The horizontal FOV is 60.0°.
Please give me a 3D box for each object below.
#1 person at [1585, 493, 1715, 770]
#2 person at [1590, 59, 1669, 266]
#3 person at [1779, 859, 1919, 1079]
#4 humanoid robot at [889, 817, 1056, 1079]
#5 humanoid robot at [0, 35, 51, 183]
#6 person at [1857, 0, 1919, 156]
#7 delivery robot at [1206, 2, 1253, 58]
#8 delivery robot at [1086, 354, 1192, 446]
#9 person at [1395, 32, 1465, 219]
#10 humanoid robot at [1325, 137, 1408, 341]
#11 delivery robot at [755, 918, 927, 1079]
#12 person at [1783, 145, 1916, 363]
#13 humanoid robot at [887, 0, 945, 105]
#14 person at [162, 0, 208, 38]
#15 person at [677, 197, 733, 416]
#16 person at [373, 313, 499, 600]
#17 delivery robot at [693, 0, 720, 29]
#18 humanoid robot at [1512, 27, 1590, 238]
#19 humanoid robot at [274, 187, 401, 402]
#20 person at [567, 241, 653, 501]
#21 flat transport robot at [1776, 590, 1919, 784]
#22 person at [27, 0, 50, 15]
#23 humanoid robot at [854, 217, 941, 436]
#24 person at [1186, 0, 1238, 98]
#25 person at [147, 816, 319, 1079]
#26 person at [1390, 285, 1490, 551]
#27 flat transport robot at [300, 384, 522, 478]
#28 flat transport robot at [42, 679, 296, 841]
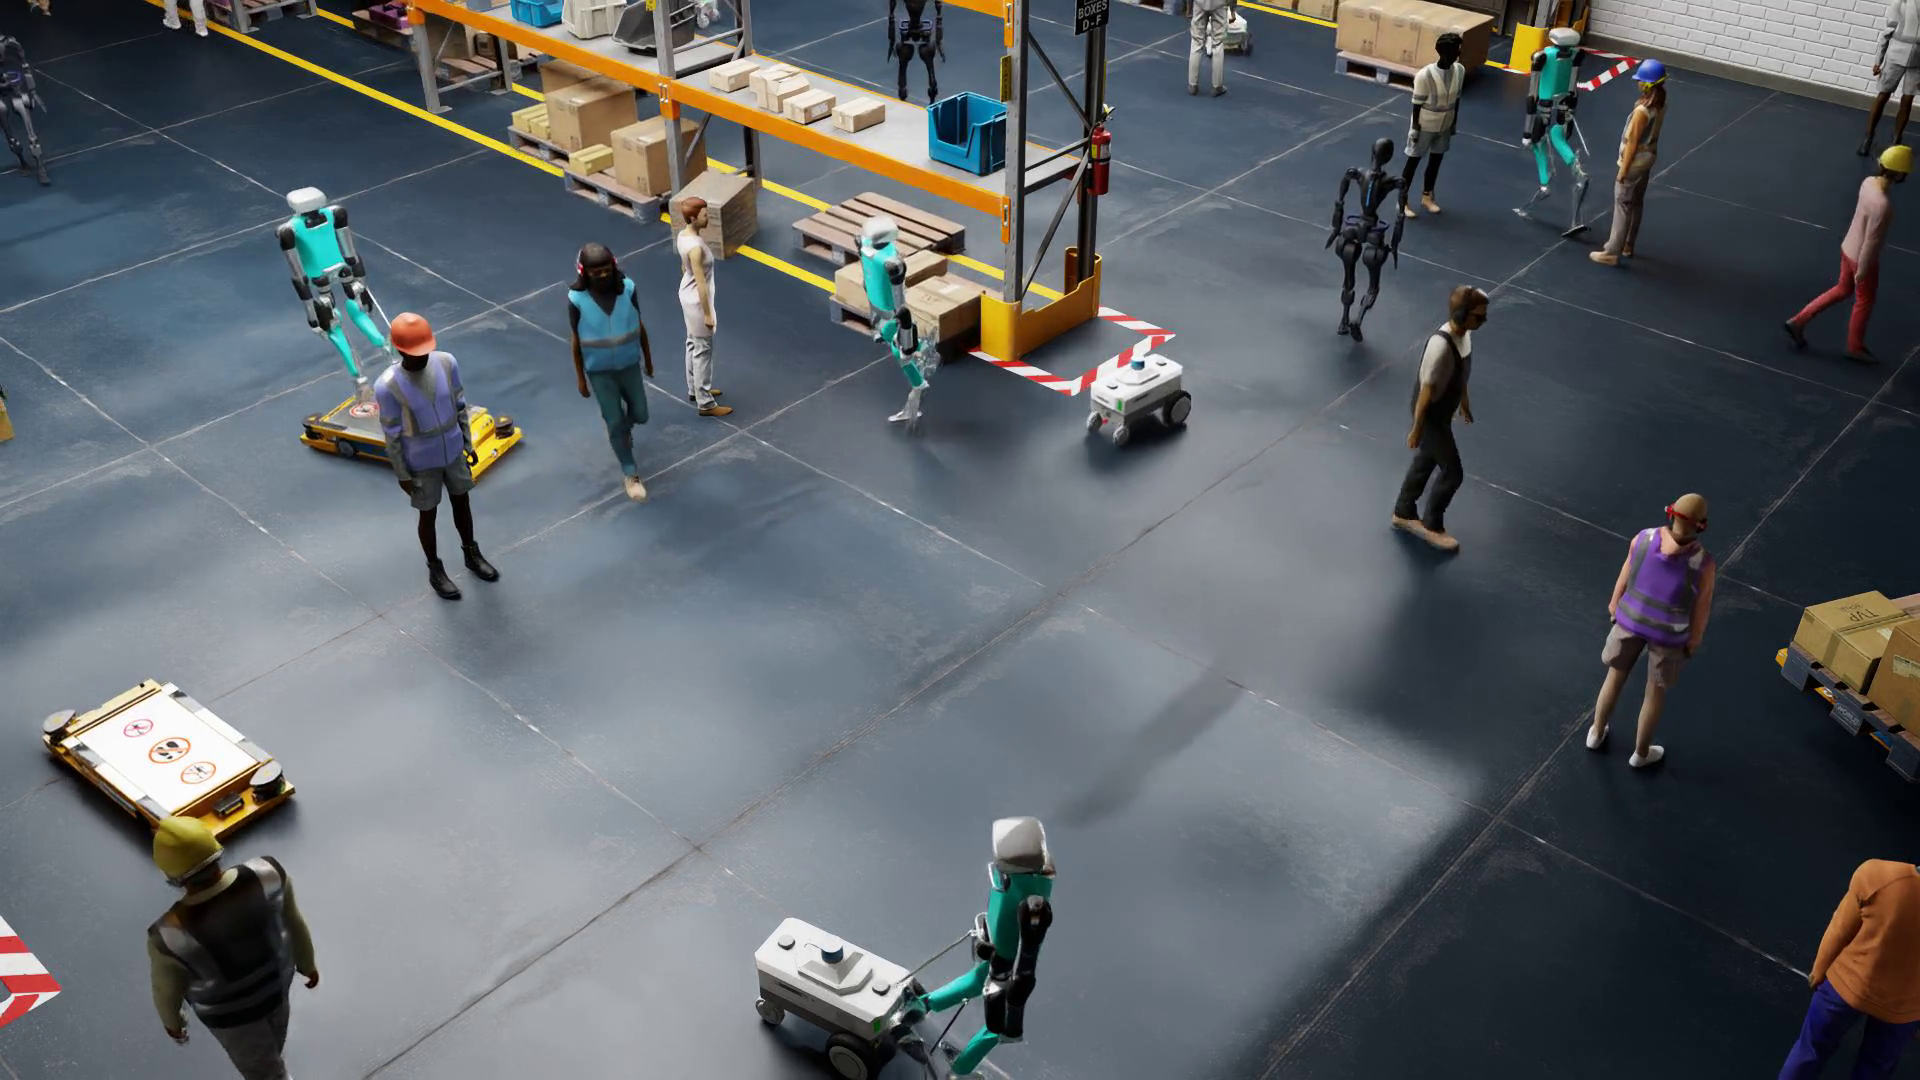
[{"bbox_3d":[3.689,0.482,8.856,0.492,1.692,0.340,27,43,33],"label":"person"},{"bbox_3d":[5.715,-3.201,14.125,0.332,1.775,0.465,28,44,35],"label":"person"},{"bbox_3d":[3.716,1.800,6.707,0.516,1.974,0.397,20,39,26],"label":"person"},{"bbox_3d":[-0.009,1.864,6.848,0.861,1.793,0.564,-5,35,-8],"label":"humanoid robot"},{"bbox_3d":[-8.952,-4.150,15.597,0.610,1.632,0.690,-16,38,-22],"label":"humanoid robot"},{"bbox_3d":[9.149,-4.640,16.078,0.547,1.926,0.379,14,37,20],"label":"person"},{"bbox_3d":[3.019,-5.860,19.065,0.499,0.613,0.816,-8,35,-12],"label":"delivery robot"},{"bbox_3d":[1.289,-1.075,12.099,0.757,0.575,0.499,-27,43,-33],"label":"delivery robot"},{"bbox_3d":[4.256,-3.733,14.968,0.534,1.693,0.320,-14,37,-19],"label":"person"},{"bbox_3d":[3.124,-2.329,12.947,0.591,1.649,0.457,15,37,21],"label":"humanoid robot"},{"bbox_3d":[-0.546,2.062,7.584,0.788,0.610,0.499,19,39,25],"label":"delivery robot"},{"bbox_3d":[6.862,-2.187,12.676,0.702,1.741,0.534,5,35,8],"label":"person"},{"bbox_3d":[-0.446,-5.075,16.919,0.600,1.645,0.379,1,35,1],"label":"humanoid robot"},{"bbox_3d":[-9.189,-6.808,19.267,0.668,1.863,0.893,-27,43,-33],"label":"person"},{"bbox_3d":[-1.880,-1.693,12.037,0.270,1.656,0.459,-12,36,-17],"label":"person"},{"bbox_3d":[-3.182,-0.516,10.101,0.387,1.929,0.543,28,43,34],"label":"person"},{"bbox_3d":[-3.290,-6.455,19.925,0.812,0.611,0.499,14,37,20],"label":"delivery robot"},{"bbox_3d":[5.369,-3.525,14.647,0.561,1.766,0.977,-13,37,-18],"label":"humanoid robot"},{"bbox_3d":[-4.314,-1.544,11.853,0.754,1.880,0.556,25,42,31],"label":"humanoid robot"},{"bbox_3d":[-2.335,-1.191,11.151,0.527,1.846,0.650,-16,38,-21],"label":"person"},{"bbox_3d":[5.400,0.973,9.400,0.659,0.231,1.431,-11,36,-16],"label":"flat transport robot"},{"bbox_3d":[-11.232,-7.153,19.870,0.584,1.740,0.382,-25,42,-32],"label":"person"},{"bbox_3d":[-0.321,-1.434,11.686,0.789,1.876,0.571,-20,39,-27],"label":"humanoid robot"},{"bbox_3d":[2.643,-5.620,17.519,0.546,1.897,0.374,11,36,15],"label":"person"},{"bbox_3d":[-3.016,1.802,6.861,0.838,1.782,0.603,24,41,30],"label":"person"},{"bbox_3d":[3.123,-0.759,10.533,0.641,1.826,0.528,19,39,25],"label":"person"},{"bbox_3d":[-3.948,-0.779,11.939,1.431,0.231,0.659,12,36,17],"label":"flat transport robot"},{"bbox_3d":[-4.336,1.199,9.073,1.431,0.231,0.659,24,41,31],"label":"flat transport robot"}]
